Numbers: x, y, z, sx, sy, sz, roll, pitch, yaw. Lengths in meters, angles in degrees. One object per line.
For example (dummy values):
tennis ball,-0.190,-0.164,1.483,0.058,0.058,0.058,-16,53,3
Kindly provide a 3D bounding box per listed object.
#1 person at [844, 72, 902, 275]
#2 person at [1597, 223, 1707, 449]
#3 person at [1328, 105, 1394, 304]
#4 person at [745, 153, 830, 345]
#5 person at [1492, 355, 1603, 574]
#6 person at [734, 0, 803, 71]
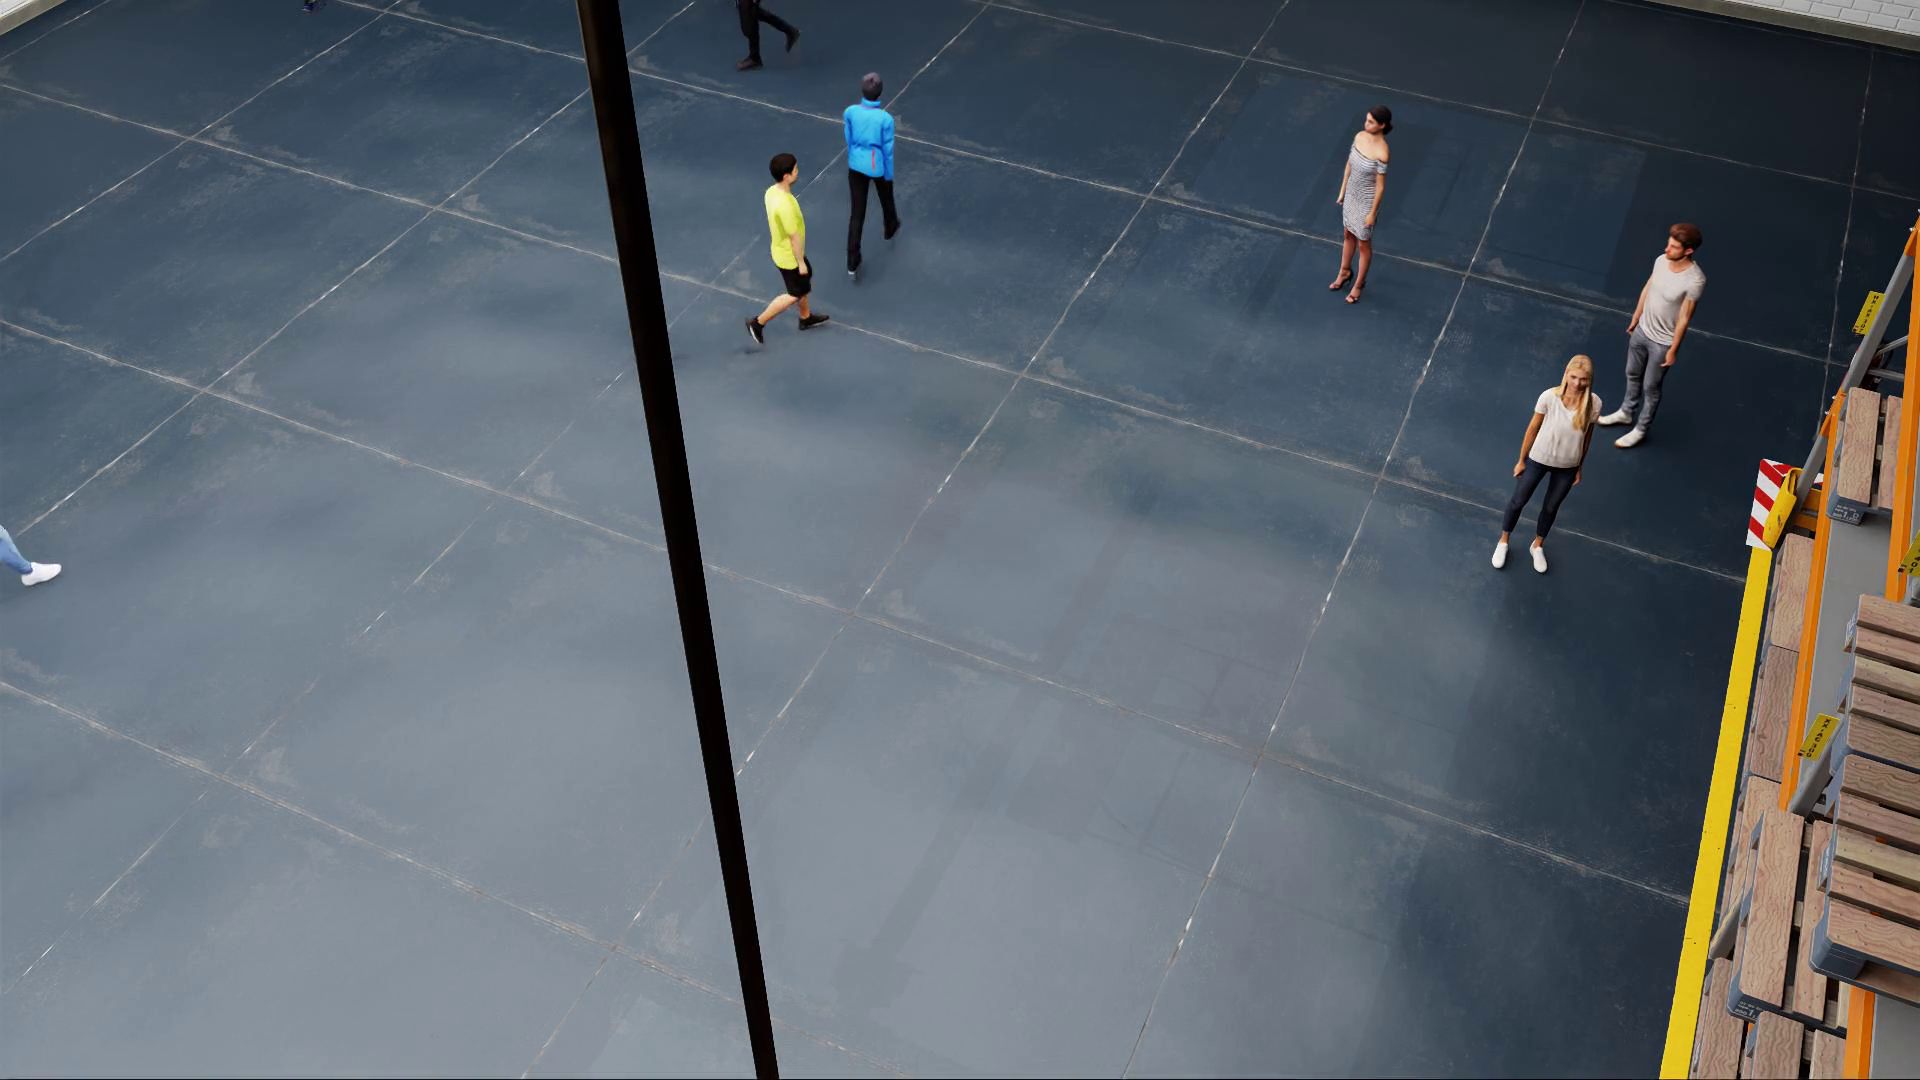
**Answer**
person,-0.816,-3.105,14.243,0.797,1.752,1.228,9,44,9
person,5.268,-1.553,12.517,0.812,1.886,0.754,-15,46,-15
person,3.365,-2.803,13.875,0.717,1.822,0.683,-19,47,-19
person,-1.452,-2.314,13.460,1.053,1.687,1.009,-14,45,-14
person,4.083,-0.535,11.504,0.655,1.809,0.587,7,44,7
person,-2.006,-5.633,16.849,1.024,1.817,1.026,-7,44,-7
